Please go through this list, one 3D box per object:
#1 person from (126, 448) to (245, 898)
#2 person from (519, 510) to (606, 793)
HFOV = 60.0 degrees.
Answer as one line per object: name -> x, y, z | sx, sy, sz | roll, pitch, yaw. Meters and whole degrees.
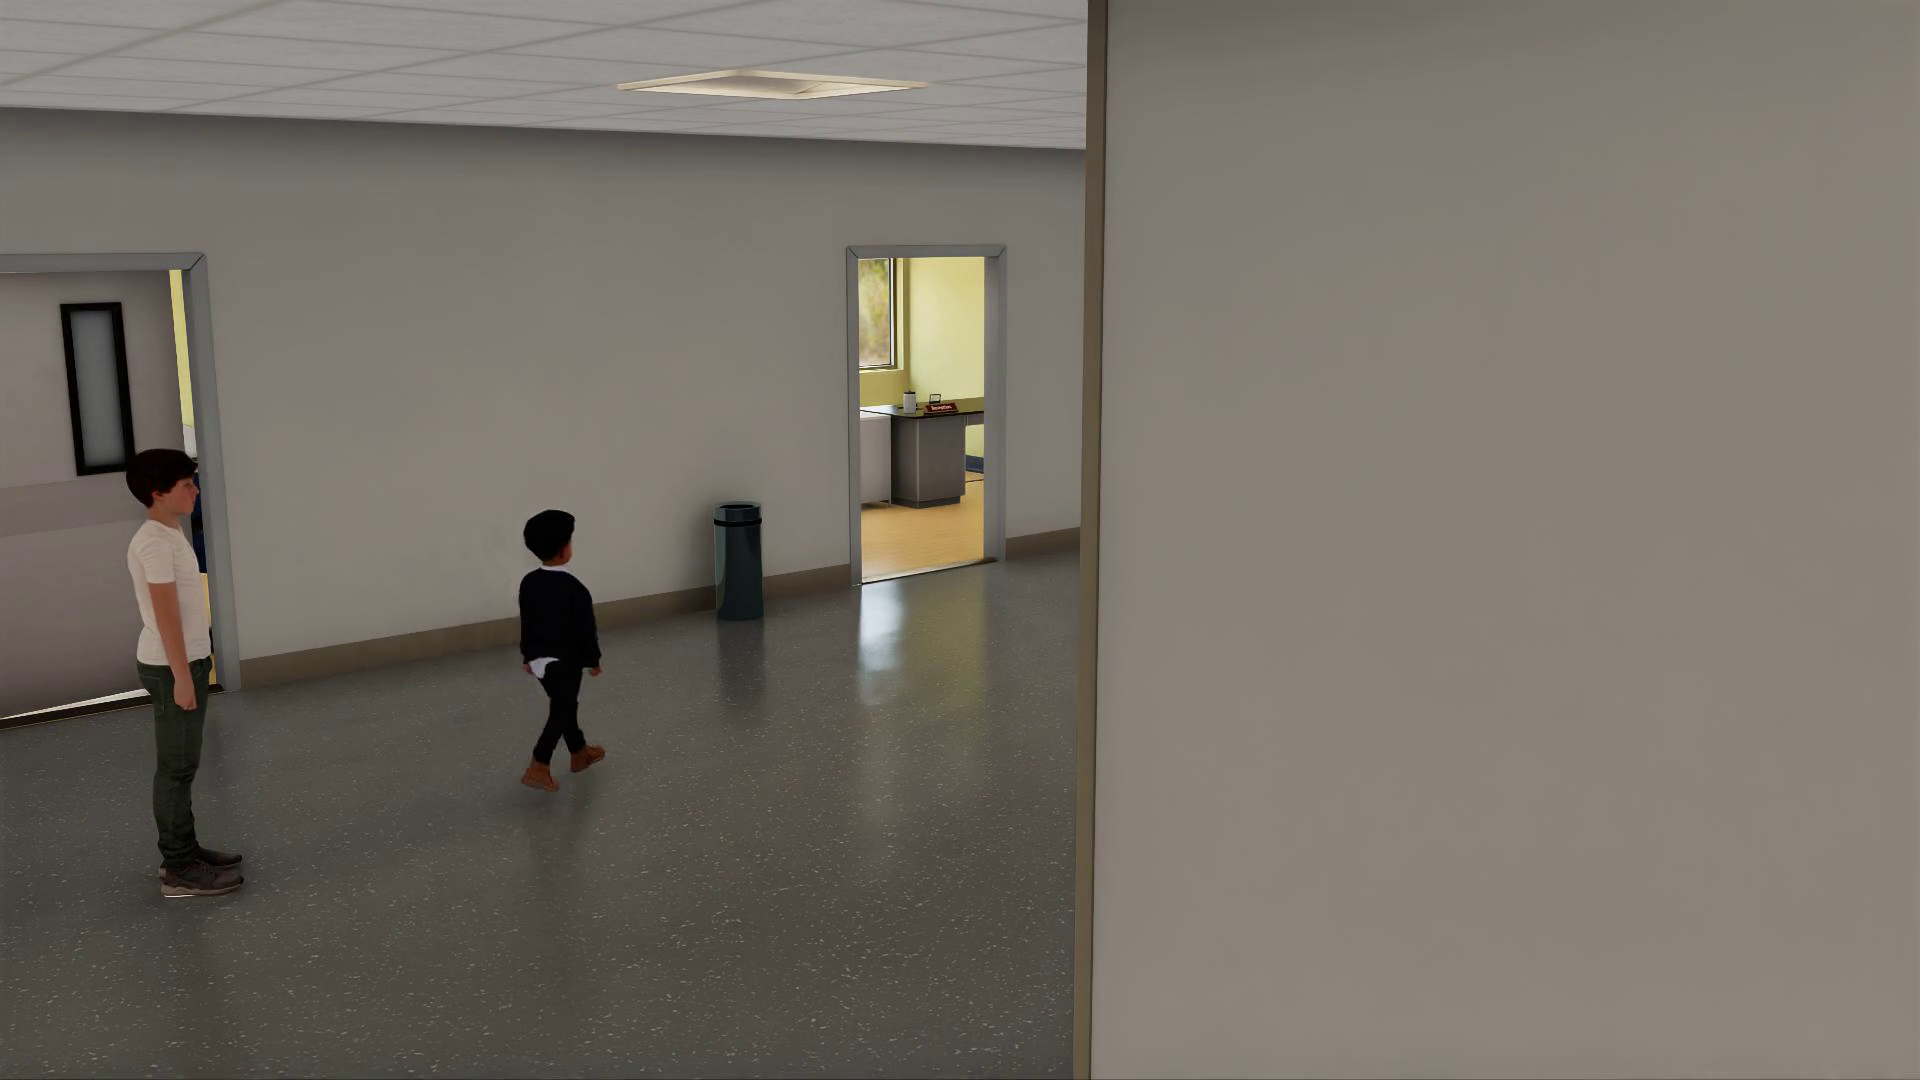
person -> -2.907, 0.478, 6.157 | 0.628, 1.655, 0.631 | -4, 11, -21
person -> -1.761, 0.493, 7.168 | 0.712, 1.208, 0.904 | 5, 12, 26
